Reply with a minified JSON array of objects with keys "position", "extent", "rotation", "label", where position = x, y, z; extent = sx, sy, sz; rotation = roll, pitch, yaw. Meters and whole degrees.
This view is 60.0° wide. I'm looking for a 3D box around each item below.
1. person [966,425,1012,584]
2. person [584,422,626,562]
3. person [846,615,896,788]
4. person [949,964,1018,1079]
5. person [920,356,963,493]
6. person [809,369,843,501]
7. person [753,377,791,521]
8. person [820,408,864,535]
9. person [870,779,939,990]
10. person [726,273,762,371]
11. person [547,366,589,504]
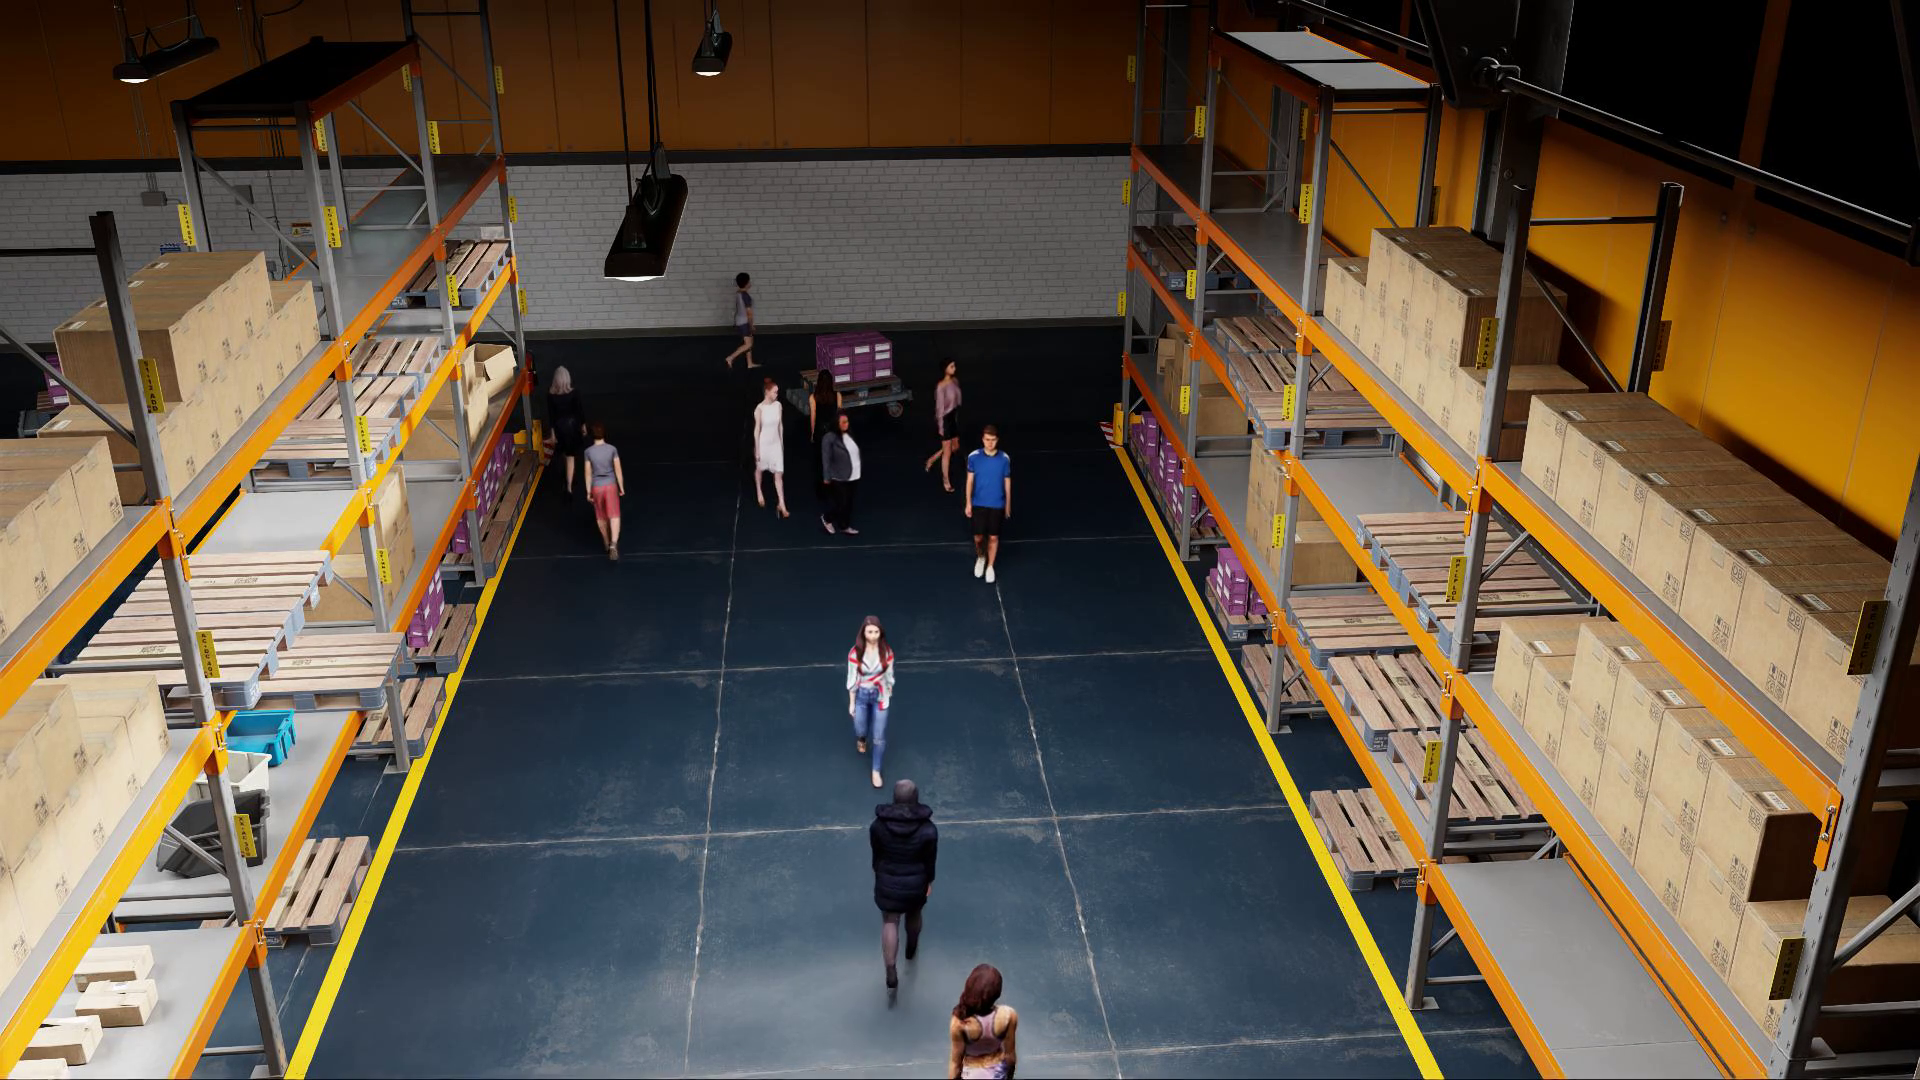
[{"position":[0.317,-0.445,18.708],"extent":[0.672,1.859,0.673],"rotation":[-1,24,-1],"label":"person"},{"position":[-4.098,-0.550,19.232],"extent":[0.656,1.631,1.061],"rotation":[-5,24,-11],"label":"person"},{"position":[-0.808,1.384,14.849],"extent":[0.577,1.598,0.825],"rotation":[-2,24,-6],"label":"person"},{"position":[0.148,3.369,10.115],"extent":[0.689,1.753,0.910],"rotation":[-7,24,-15],"label":"person"},{"position":[-0.252,-1.474,21.133],"extent":[0.926,1.801,0.887],"rotation":[14,27,29],"label":"person"},{"position":[-1.674,-1.338,20.963],"extent":[0.632,1.688,0.619],"rotation":[-7,25,-16],"label":"person"},{"position":[-2.407,-1.145,20.456],"extent":[0.998,1.741,1.207],"rotation":[-15,28,-30],"label":"person"},{"position":[-1.465,-0.814,19.890],"extent":[0.900,1.589,0.843],"rotation":[12,27,26],"label":"person"},{"position":[-0.439,2.517,12.185],"extent":[0.726,1.656,1.044],"rotation":[1,24,2],"label":"person"},{"position":[-3.394,-3.358,25.759],"extent":[0.783,1.548,0.845],"rotation":[-11,26,-23],"label":"person"},{"position":[-4.920,-1.283,20.835],"extent":[0.588,1.690,1.145],"rotation":[-2,24,-4],"label":"person"}]
